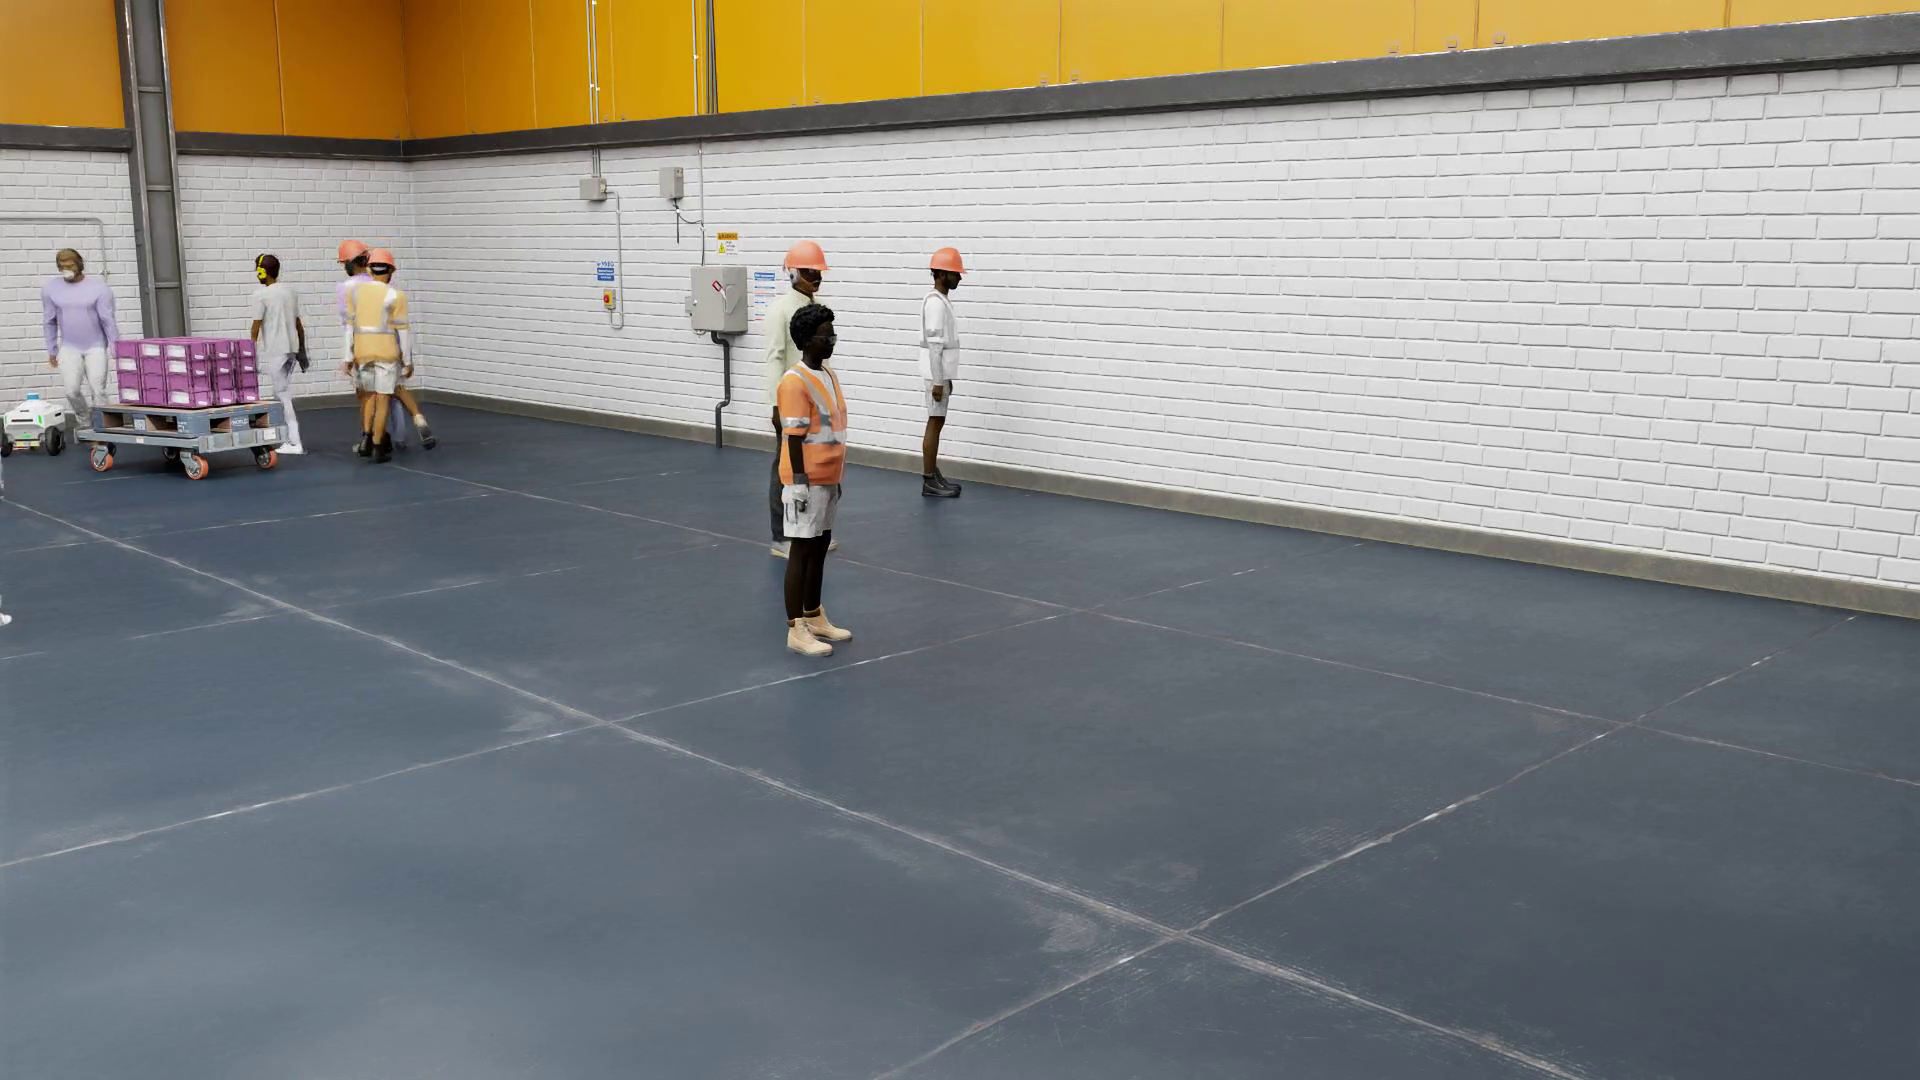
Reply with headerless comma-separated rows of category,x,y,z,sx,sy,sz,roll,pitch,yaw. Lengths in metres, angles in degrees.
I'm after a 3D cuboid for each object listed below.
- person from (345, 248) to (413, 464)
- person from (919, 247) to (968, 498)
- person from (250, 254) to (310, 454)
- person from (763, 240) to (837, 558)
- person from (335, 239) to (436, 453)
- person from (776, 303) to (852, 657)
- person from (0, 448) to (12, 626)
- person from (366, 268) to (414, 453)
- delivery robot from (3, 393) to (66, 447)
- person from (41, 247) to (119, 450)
person,-5.160,-1.629,14.812,0.577,1.898,0.507,2,11,10
person,-0.126,-1.292,12.898,0.382,1.929,0.538,0,10,1
person,-6.345,-1.711,15.405,0.555,1.848,0.539,4,11,18
person,-0.990,-0.888,10.516,0.402,1.990,0.622,6,12,29
person,-5.280,-1.743,15.186,0.932,2.000,0.639,8,13,37
person,-0.706,-0.294,8.088,0.315,1.696,0.540,3,11,15
person,-5.126,-0.306,8.371,0.548,1.617,0.492,-2,11,-10
person,-5.376,-1.670,15.509,0.603,1.730,0.696,-6,12,-31
delivery robot,-8.587,-1.120,15.437,0.477,0.478,0.707,-3,11,-12
person,-8.220,-1.781,15.602,0.659,1.908,0.442,-3,11,-15
